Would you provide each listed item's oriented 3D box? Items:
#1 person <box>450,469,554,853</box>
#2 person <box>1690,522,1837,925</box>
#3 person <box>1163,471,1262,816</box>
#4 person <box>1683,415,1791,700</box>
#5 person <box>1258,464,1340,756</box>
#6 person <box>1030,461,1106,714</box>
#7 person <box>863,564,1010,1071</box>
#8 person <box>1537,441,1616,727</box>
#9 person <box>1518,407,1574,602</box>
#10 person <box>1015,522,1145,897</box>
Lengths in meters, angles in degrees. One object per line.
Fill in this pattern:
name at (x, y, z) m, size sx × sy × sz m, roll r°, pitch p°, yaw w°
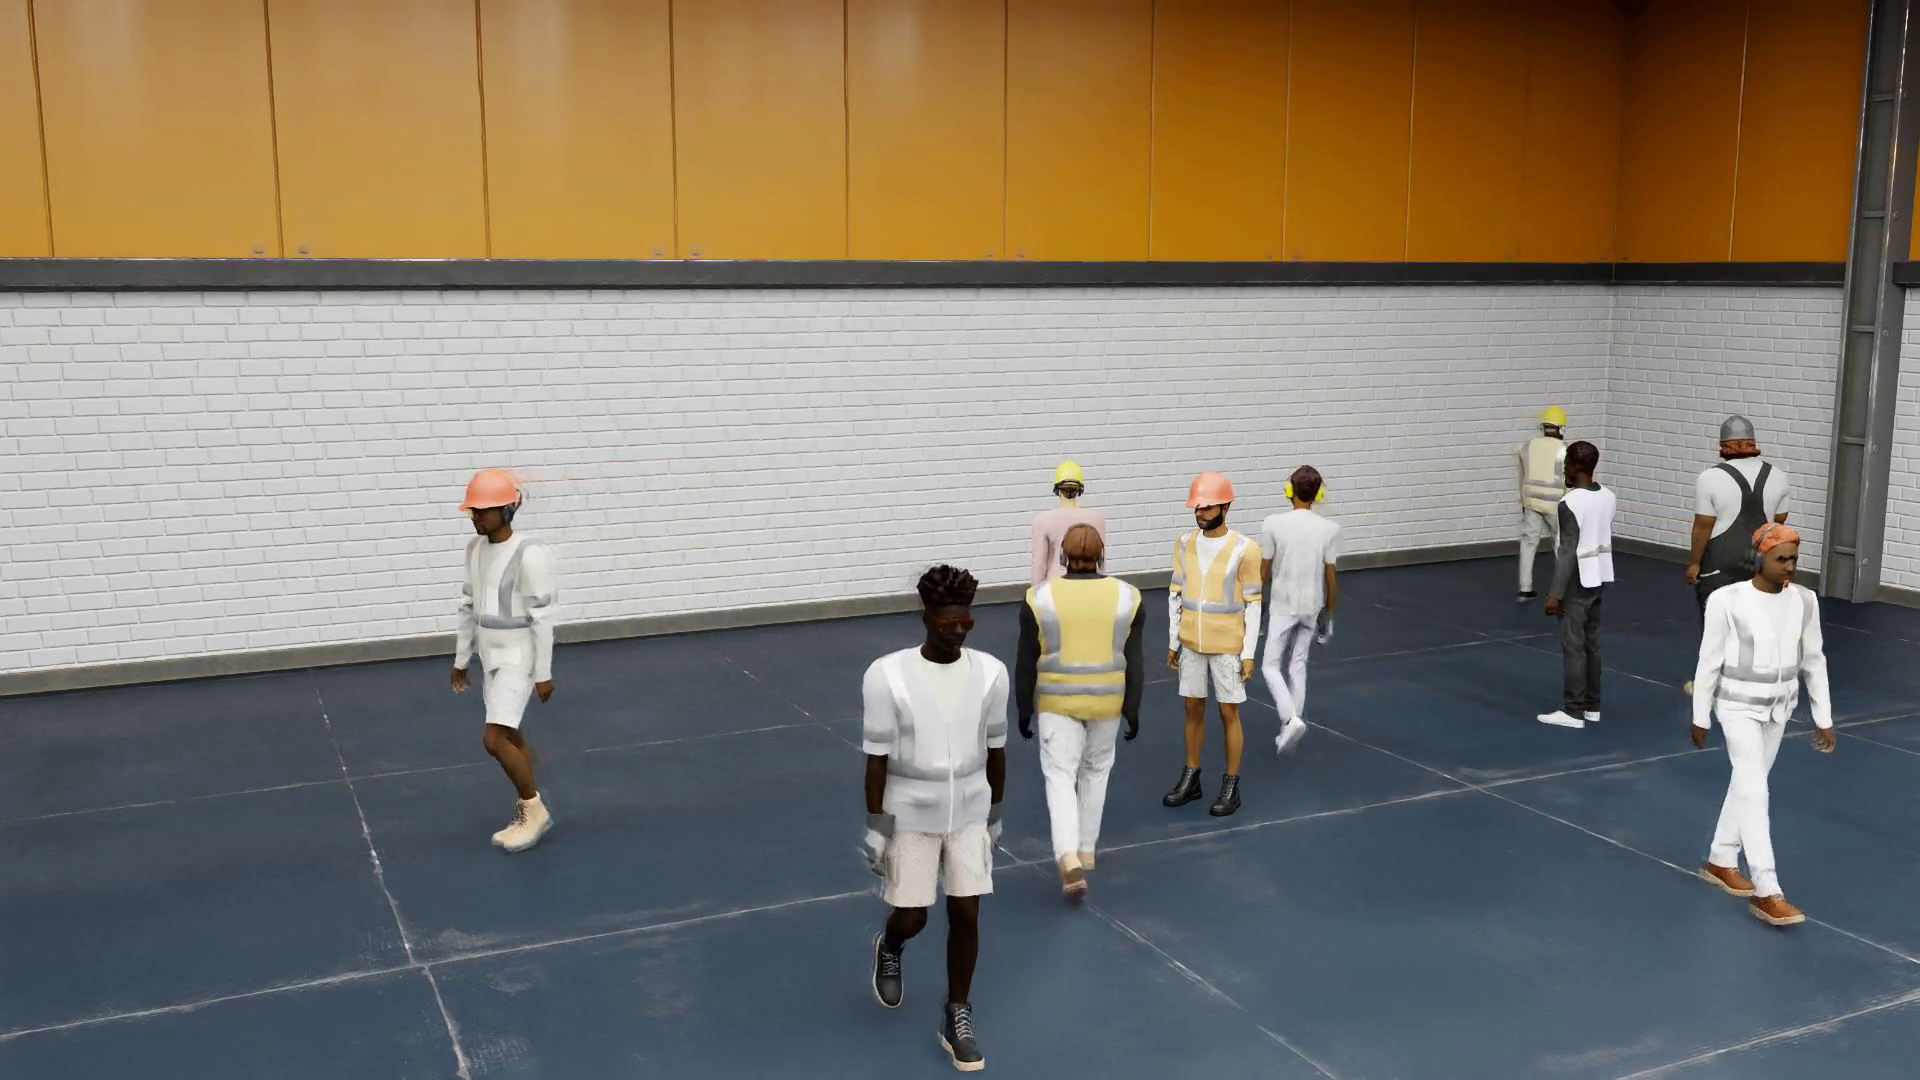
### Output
person at (-2.399, 0.633, 8.712) m, size 0.617 × 2.025 × 0.509 m, roll 9°, pitch 13°, yaw 43°
person at (3.834, 0.856, 7.820) m, size 0.600 × 1.850 × 0.884 m, roll -2°, pitch 9°, yaw -13°
person at (1.397, 0.577, 9.308) m, size 0.551 × 1.935 × 0.371 m, roll 7°, pitch 11°, yaw 36°
person at (5.475, 0.117, 11.846) m, size 0.672 × 2.000 × 0.536 m, roll -1°, pitch 9°, yaw -5°
person at (2.083, 0.461, 10.322) m, size 0.541 × 1.842 × 0.565 m, roll -1°, pitch 9°, yaw -6°
person at (0.724, 0.346, 11.276) m, size 0.534 × 1.767 × 0.314 m, roll -2°, pitch 9°, yaw -13°
person at (-0.111, 1.031, 6.457) m, size 0.621 × 1.947 × 0.624 m, roll -3°, pitch 10°, yaw -19°
person at (4.138, 0.296, 11.114) m, size 0.621 × 1.917 × 0.403 m, roll -9°, pitch 13°, yaw -43°
person at (5.498, -0.343, 15.461) m, size 0.618 × 1.784 × 0.922 m, roll 8°, pitch 12°, yaw 42°
person at (0.592, 0.821, 8.190) m, size 0.632 × 1.818 × 0.837 m, roll -1°, pitch 9°, yaw -4°
